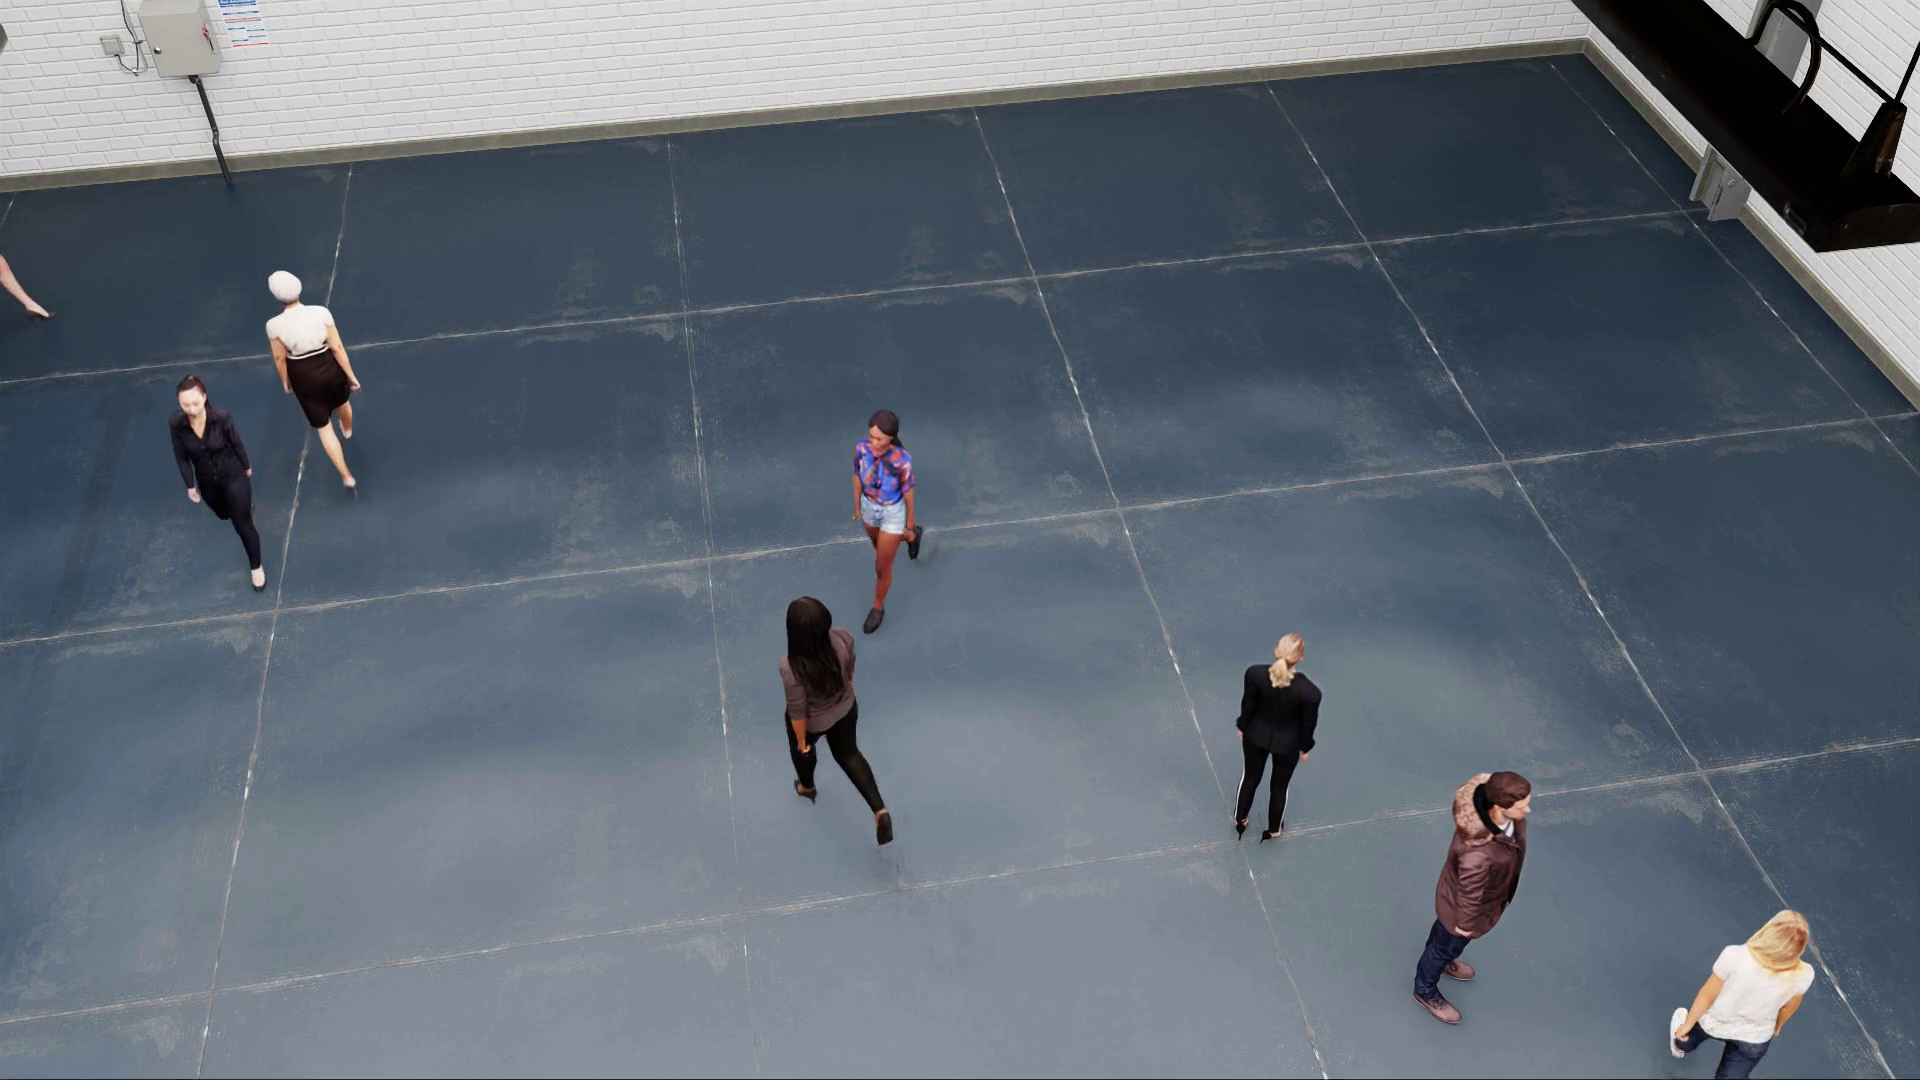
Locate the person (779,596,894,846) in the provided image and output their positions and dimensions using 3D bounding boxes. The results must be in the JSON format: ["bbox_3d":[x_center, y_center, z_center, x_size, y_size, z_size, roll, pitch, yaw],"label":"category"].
[{"bbox_3d":[-0.717,1.068,9.500,0.991,1.812,1.205,-27,50,-25],"label":"person"}]

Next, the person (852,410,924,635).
[{"bbox_3d":[-0.449,-0.220,10.921,1.013,1.717,1.145,21,48,21],"label":"person"}]

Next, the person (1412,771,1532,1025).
[{"bbox_3d":[2.668,1.819,8.686,0.935,1.848,0.850,21,47,20],"label":"person"}]

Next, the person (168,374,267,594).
[{"bbox_3d":[-4.958,-0.445,11.181,0.549,1.685,1.006,-8,44,-8],"label":"person"}]

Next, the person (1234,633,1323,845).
[{"bbox_3d":[1.784,1.149,9.492,0.700,1.707,0.726,18,46,18],"label":"person"}]

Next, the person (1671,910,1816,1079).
[{"bbox_3d":[3.744,2.457,8.078,1.036,1.763,1.257,15,46,15],"label":"person"}]

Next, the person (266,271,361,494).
[{"bbox_3d":[-4.544,-1.065,11.823,0.864,1.696,1.172,-19,47,-19],"label":"person"}]
